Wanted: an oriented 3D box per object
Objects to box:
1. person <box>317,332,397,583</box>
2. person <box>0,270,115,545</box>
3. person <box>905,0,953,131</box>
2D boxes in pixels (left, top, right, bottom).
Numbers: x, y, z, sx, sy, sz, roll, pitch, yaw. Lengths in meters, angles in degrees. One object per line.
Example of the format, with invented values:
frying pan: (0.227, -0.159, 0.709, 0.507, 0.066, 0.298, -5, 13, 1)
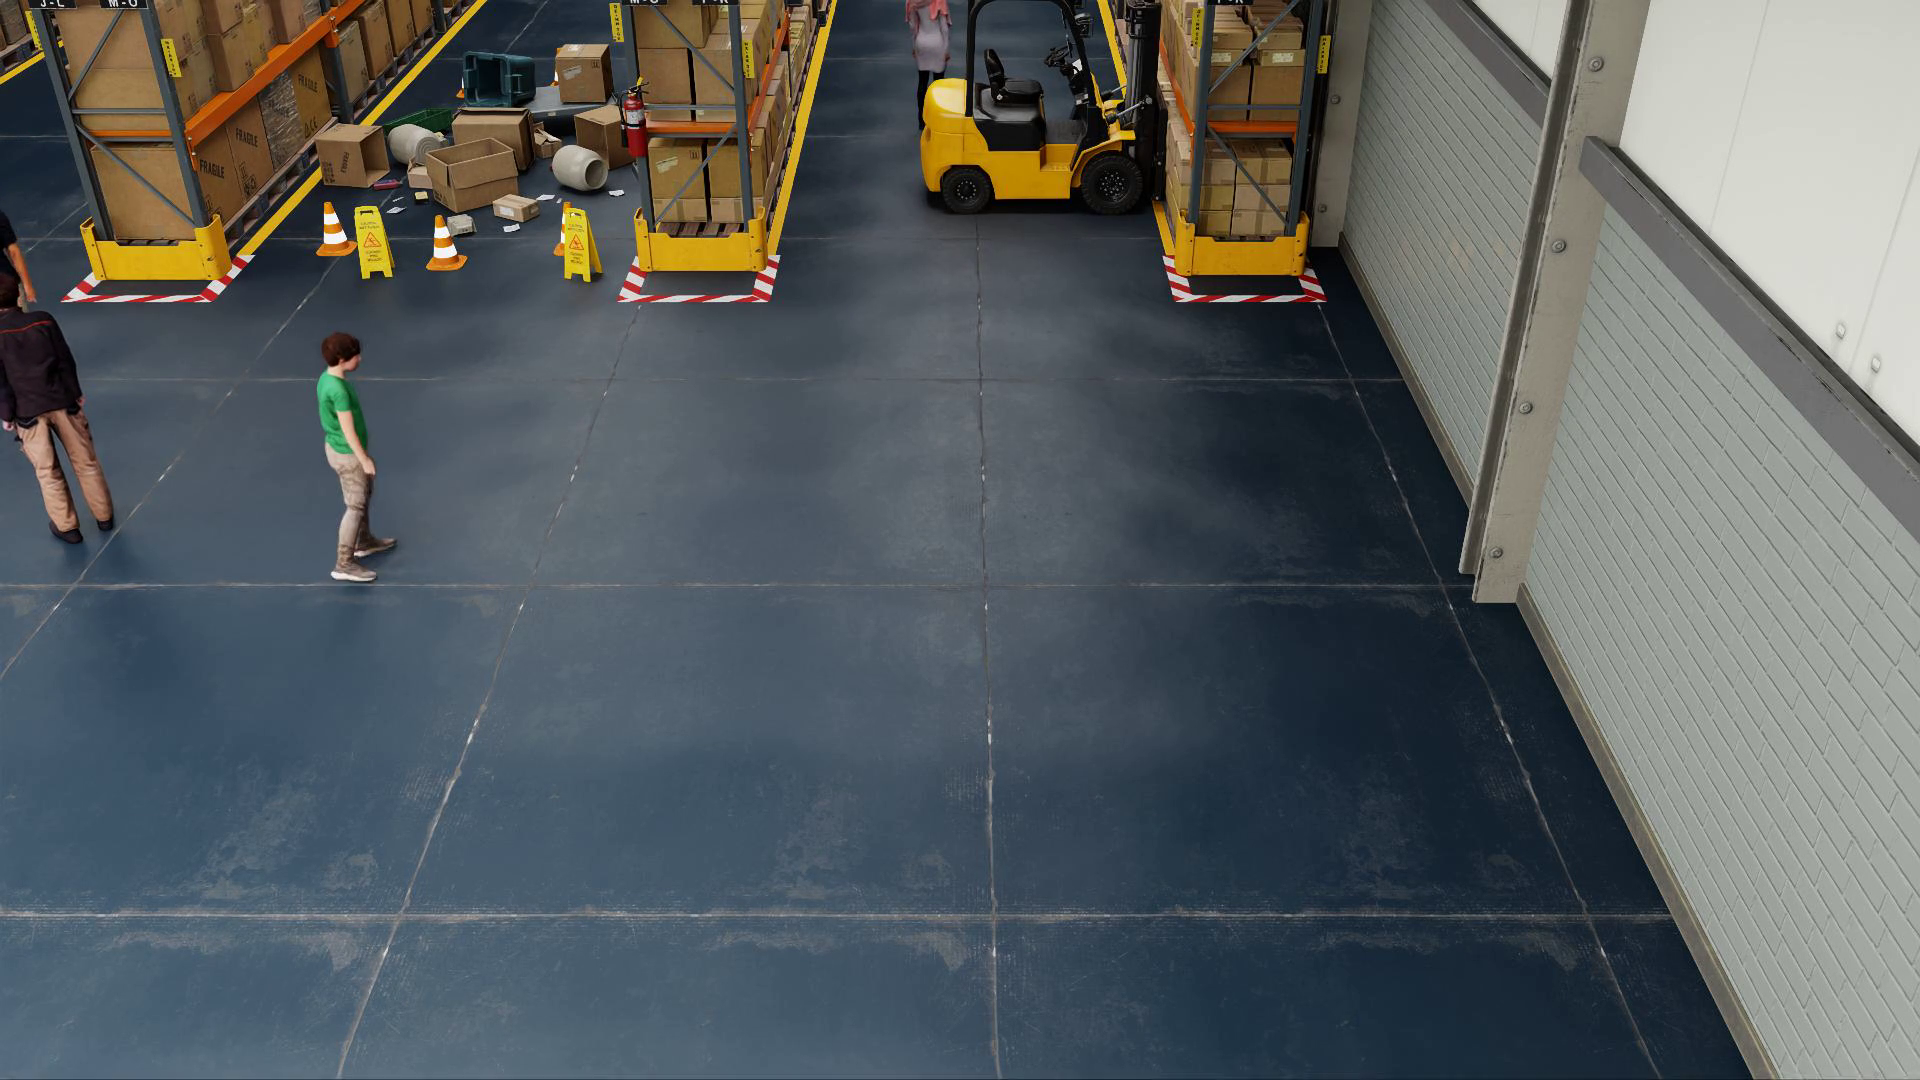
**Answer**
person: (-3.965, -0.559, 10.755, 0.933, 1.640, 0.813, -14, 35, -21)
person: (-6.052, -0.871, 10.982, 0.785, 1.924, 0.838, -26, 41, -35)
person: (-0.327, -5.421, 18.309, 0.724, 1.804, 0.734, 14, 35, 21)
